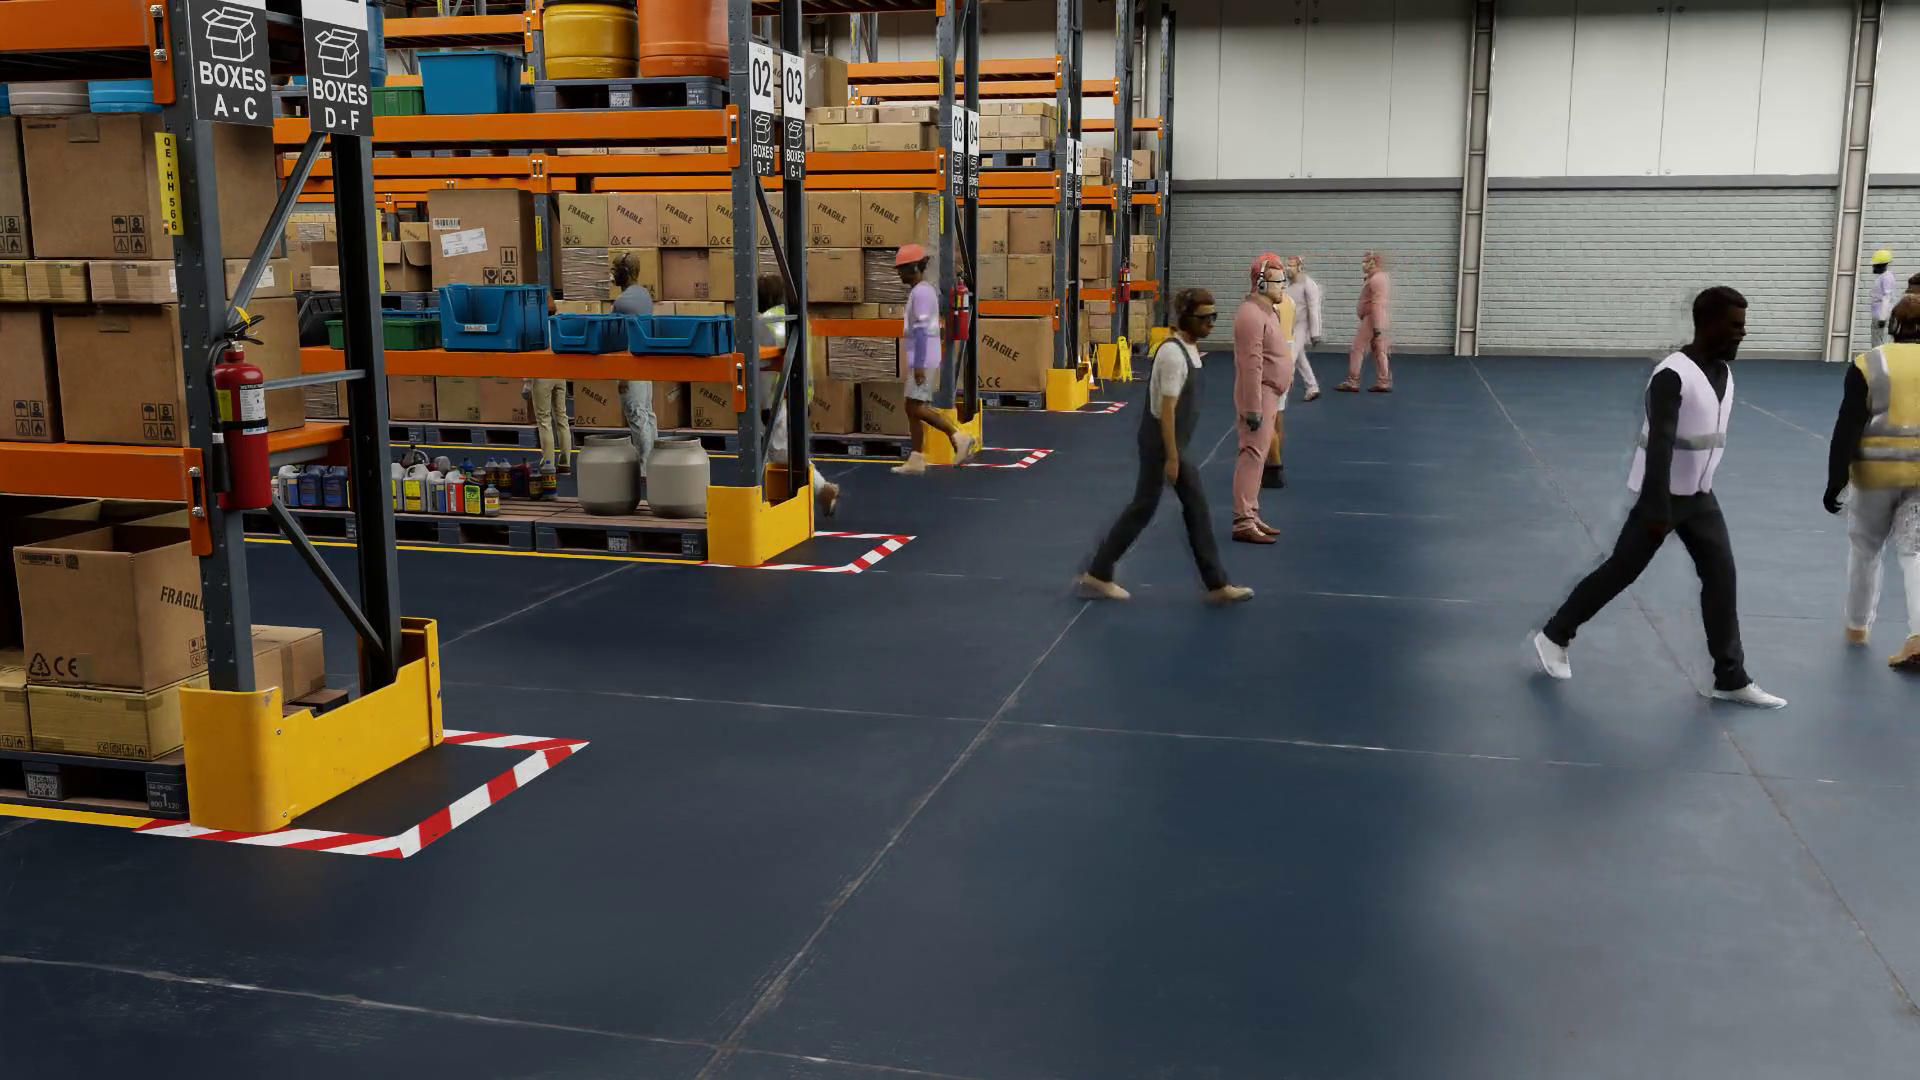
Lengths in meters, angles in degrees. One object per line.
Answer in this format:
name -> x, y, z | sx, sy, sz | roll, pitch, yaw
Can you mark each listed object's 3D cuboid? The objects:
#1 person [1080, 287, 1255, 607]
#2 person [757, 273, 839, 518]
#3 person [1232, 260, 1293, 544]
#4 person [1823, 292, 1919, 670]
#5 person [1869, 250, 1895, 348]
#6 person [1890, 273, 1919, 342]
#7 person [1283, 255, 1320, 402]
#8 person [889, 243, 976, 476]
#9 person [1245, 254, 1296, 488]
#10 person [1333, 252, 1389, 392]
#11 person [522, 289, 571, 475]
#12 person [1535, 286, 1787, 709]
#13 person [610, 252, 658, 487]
person -> 1.147, -0.508, 9.268 | 0.988, 1.792, 0.562 | 5, 11, 25
person -> -1.222, -1.011, 12.002 | 0.768, 1.816, 0.628 | 4, 11, 22
person -> 2.056, -0.938, 11.310 | 0.402, 1.906, 0.652 | 3, 11, 16
person -> 4.575, -0.292, 8.068 | 0.679, 1.804, 0.898 | 3, 11, 15
person -> 13.775, -3.380, 24.925 | 0.473, 1.889, 0.762 | 3, 11, 19
person -> 6.741, -0.964, 11.701 | 0.973, 1.831, 0.513 | -2, 11, -13
person -> 4.177, -2.622, 20.794 | 1.014, 1.864, 0.657 | -5, 11, -26
person -> -0.266, -1.550, 14.400 | 0.658, 2.013, 0.653 | -1, 10, -5
person -> 2.582, -1.390, 13.804 | 0.486, 1.929, 0.587 | 8, 13, 37
person -> 5.411, -2.918, 22.351 | 0.862, 1.870, 0.665 | 4, 11, 20
person -> -3.565, -1.346, 14.320 | 0.279, 1.634, 0.498 | 6, 12, 29
person -> 3.182, -0.221, 7.525 | 0.607, 1.854, 1.092 | -8, 13, -38
person -> -2.709, -1.402, 13.788 | 0.375, 1.940, 0.627 | 1, 10, 4
